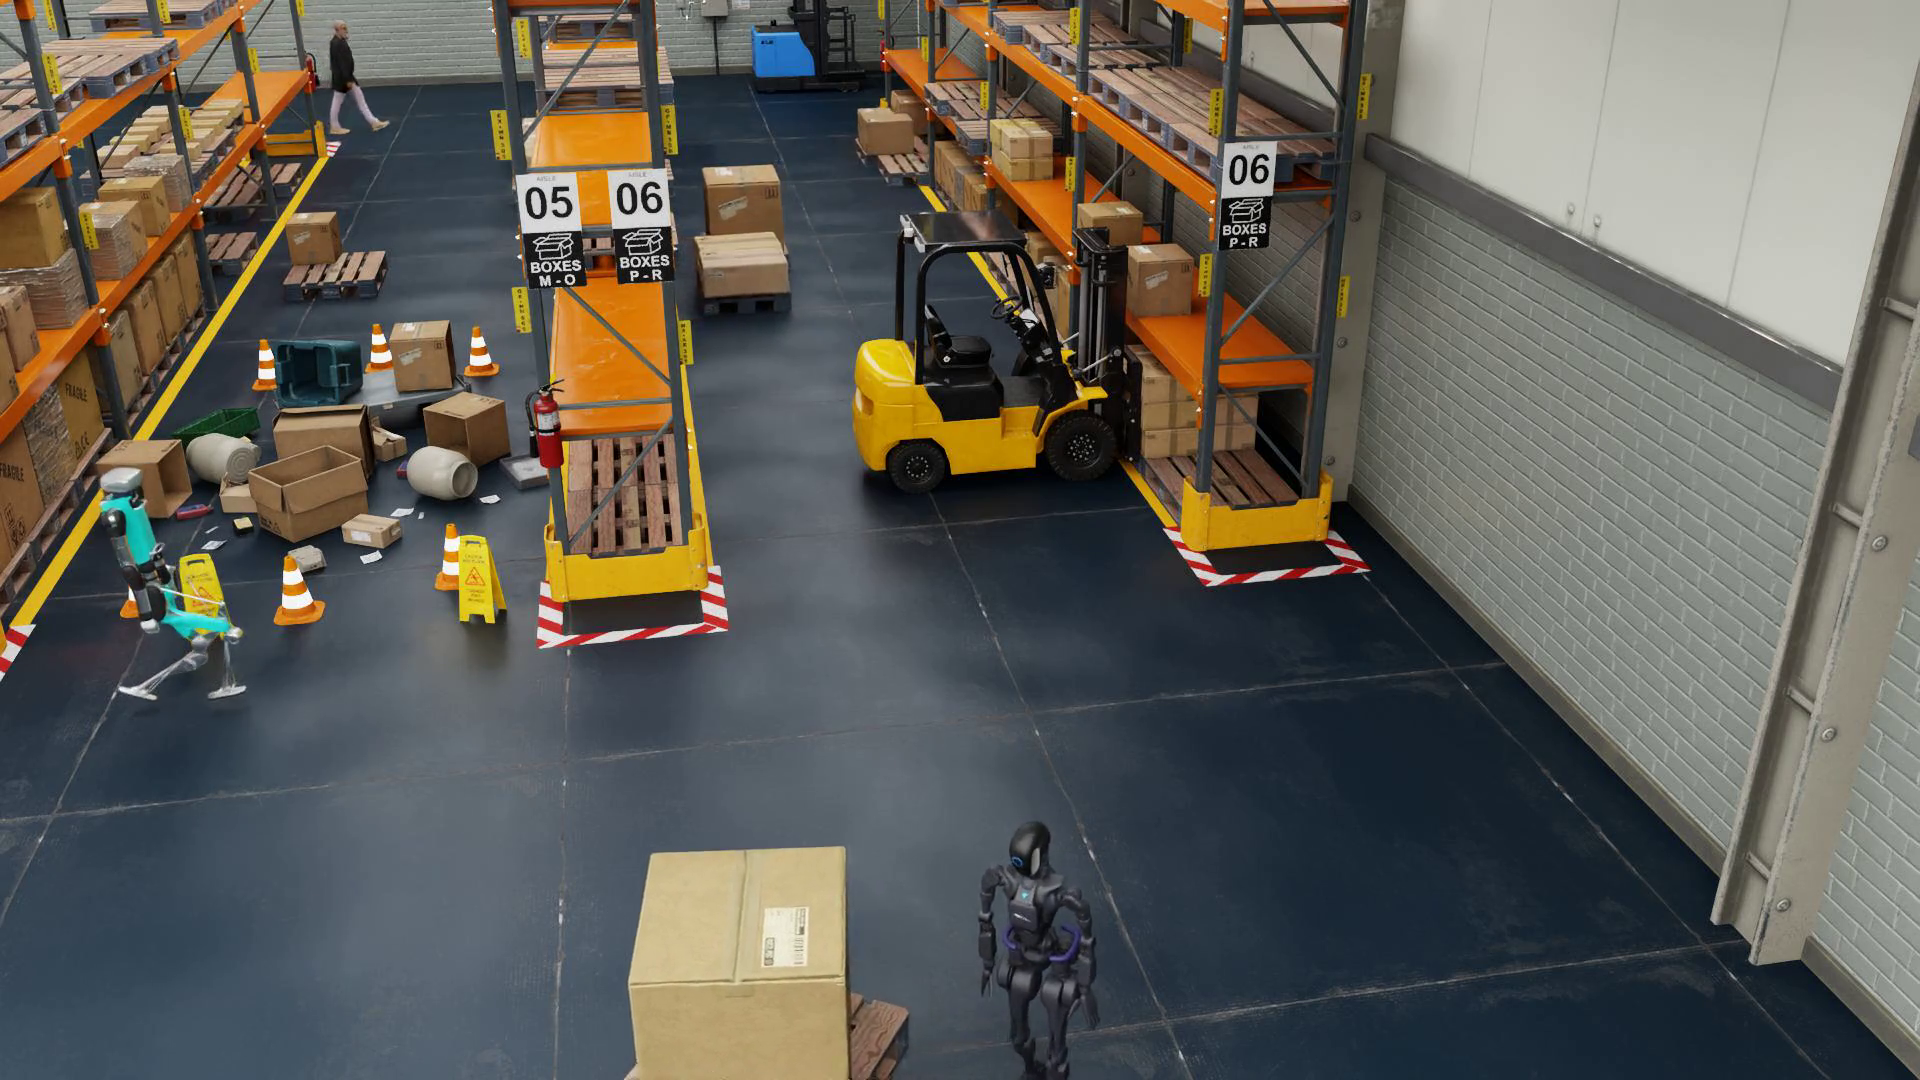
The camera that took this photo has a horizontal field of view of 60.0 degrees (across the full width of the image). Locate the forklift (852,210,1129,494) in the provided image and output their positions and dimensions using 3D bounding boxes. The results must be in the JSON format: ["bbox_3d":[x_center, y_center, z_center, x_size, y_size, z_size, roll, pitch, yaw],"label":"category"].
[{"bbox_3d":[0.216,-1.659,14.366,2.313,2.155,1.214,-5,26,-10],"label":"forklift"}]

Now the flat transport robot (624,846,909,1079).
[{"bbox_3d":[-0.912,2.647,7.616,1.431,0.231,0.659,10,27,20],"label":"flat transport robot"}]

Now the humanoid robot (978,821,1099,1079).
[{"bbox_3d":[0.380,1.929,7.508,0.591,1.644,0.435,12,28,23],"label":"humanoid robot"}]

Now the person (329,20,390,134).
[{"bbox_3d":[-9.872,-7.476,26.919,0.984,1.796,0.557,-1,26,-2],"label":"person"}]

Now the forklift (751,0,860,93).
[{"bbox_3d":[-2.872,-9.679,30.288,1.873,2.768,1.129,-5,26,-10],"label":"forklift"}]

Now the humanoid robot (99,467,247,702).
[{"bbox_3d":[-5.041,0.342,10.725,1.031,1.731,0.548,-5,26,-9],"label":"humanoid robot"}]
